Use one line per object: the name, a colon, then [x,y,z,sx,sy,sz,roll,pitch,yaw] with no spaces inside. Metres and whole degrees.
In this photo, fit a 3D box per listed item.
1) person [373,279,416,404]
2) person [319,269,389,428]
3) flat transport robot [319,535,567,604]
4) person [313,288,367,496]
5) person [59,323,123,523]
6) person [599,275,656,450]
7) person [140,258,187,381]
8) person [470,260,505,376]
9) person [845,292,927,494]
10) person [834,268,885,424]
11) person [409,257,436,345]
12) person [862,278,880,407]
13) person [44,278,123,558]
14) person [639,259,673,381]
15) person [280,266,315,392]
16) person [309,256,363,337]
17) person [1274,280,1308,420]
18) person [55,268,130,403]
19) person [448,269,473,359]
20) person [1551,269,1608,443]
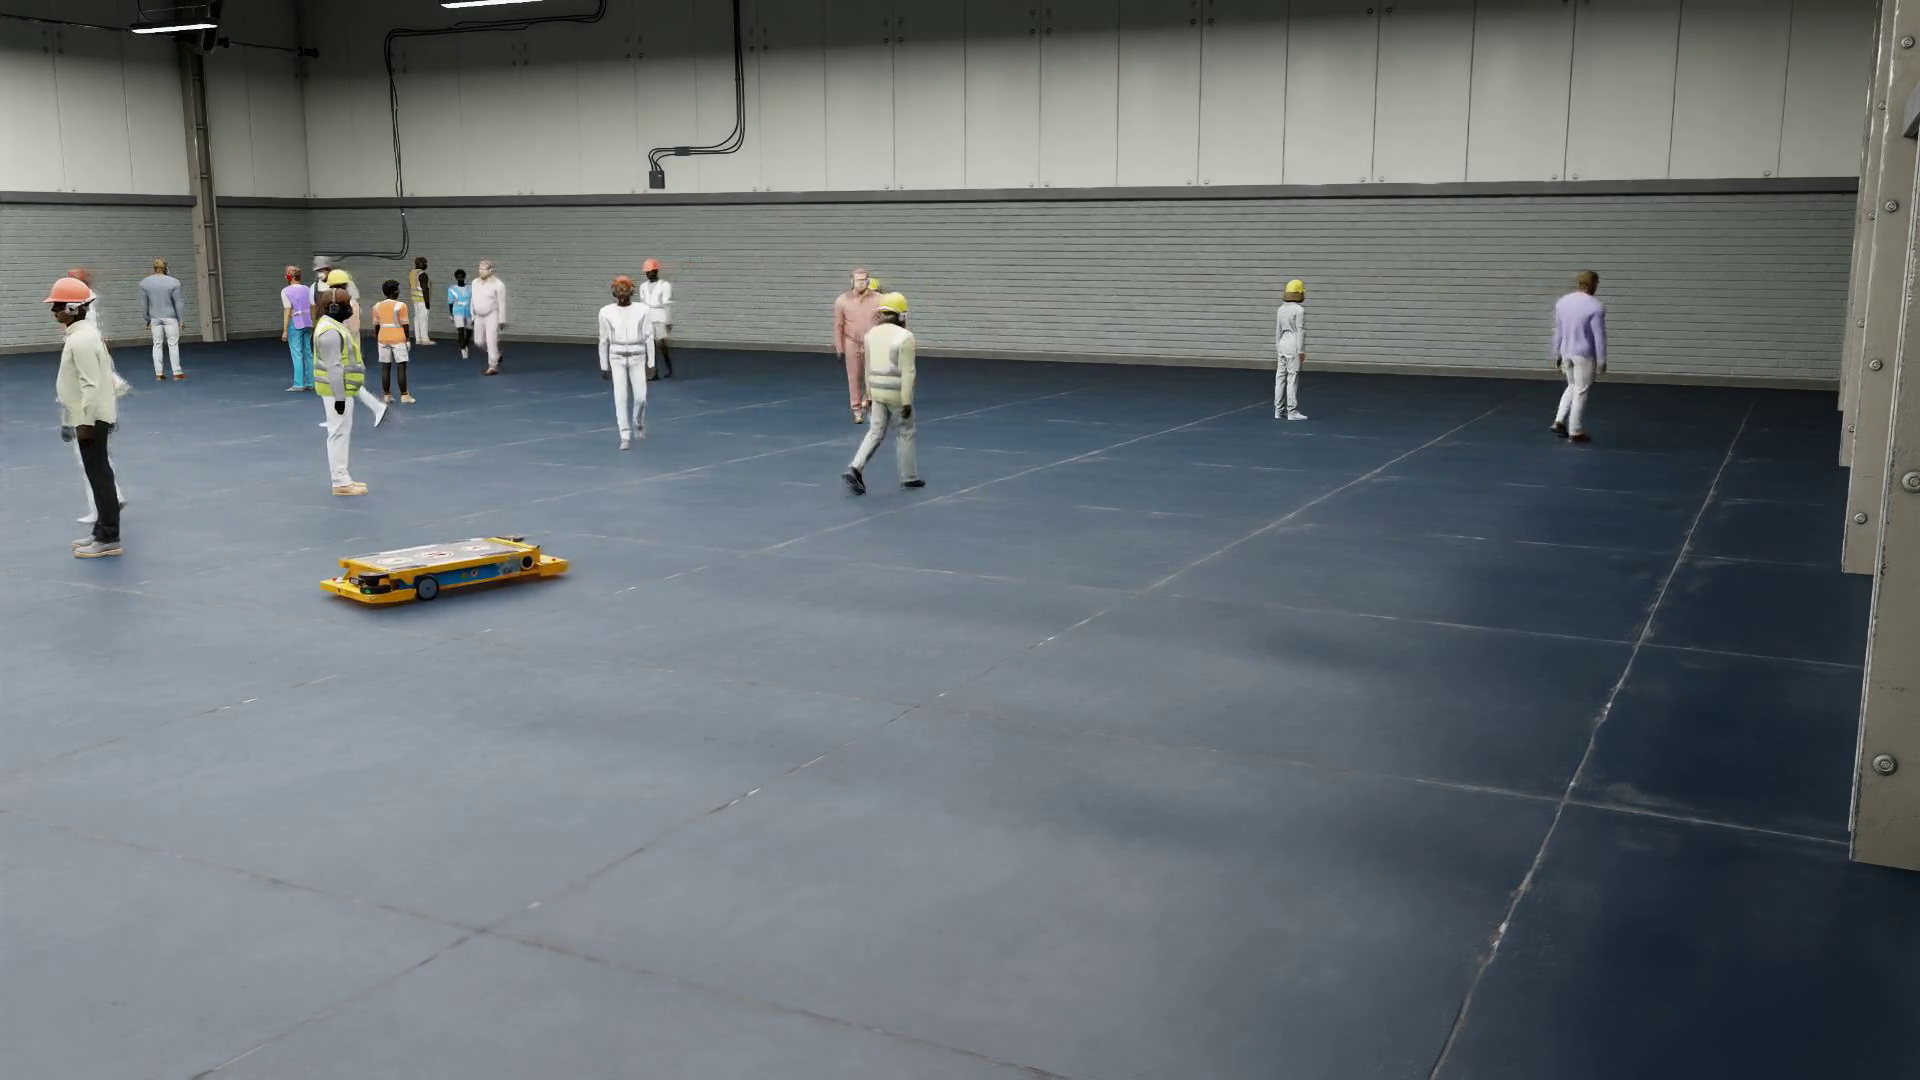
person: [-7.728,-2.696,22.678,0.532,1.697,0.322,3,11,15]
person: [-7.260,-2.265,19.786,0.828,1.898,0.594,0,10,1]
flat transport robot: [-3.372,0.176,10.911,0.652,0.197,1.431,9,14,42]
person: [-5.490,-1.306,14.744,0.429,1.838,0.629,-3,11,-17]
person: [-6.967,-0.933,13.266,0.378,1.622,0.536,1,10,7]
person: [-3.585,-1.907,17.909,0.597,1.866,0.465,-2,11,-9]
person: [-12.602,-3.486,26.337,0.636,1.936,0.355,-1,10,-4]
person: [-7.754,-3.667,27.456,0.662,1.886,0.543,5,11,24]
person: [-0.672,-1.301,14.817,0.604,1.805,0.843,9,14,40]
person: [-1.202,-2.359,20.294,0.669,1.895,0.433,-1,10,-7]
person: [-11.313,-5.026,34.996,0.429,1.841,0.634,-9,14,-40]
person: [-1.090,-2.670,22.455,0.811,1.739,0.533,-6,12,-30]
person: [-6.274,-0.874,11.933,0.391,1.995,0.613,-5,11,-25]
person: [-4.822,-3.481,26.334,0.577,1.925,0.443,4,11,21]
person: [-9.719,-3.094,24.447,0.388,1.846,0.565,4,11,20]
person: [-8.986,-3.079,23.835,0.708,2.000,0.613,1,10,4]
person: [4.161,-2.382,20.843,0.311,1.744,0.486,-5,12,-27]
person: [-12.051,-2.828,23.002,0.934,1.851,0.587,-8,13,-37]
person: [-9.315,-4.238,31.159,0.527,1.674,0.752,-6,12,-28]
person: [6.859,-2.017,18.350,0.430,1.928,0.660,-5,12,-25]
